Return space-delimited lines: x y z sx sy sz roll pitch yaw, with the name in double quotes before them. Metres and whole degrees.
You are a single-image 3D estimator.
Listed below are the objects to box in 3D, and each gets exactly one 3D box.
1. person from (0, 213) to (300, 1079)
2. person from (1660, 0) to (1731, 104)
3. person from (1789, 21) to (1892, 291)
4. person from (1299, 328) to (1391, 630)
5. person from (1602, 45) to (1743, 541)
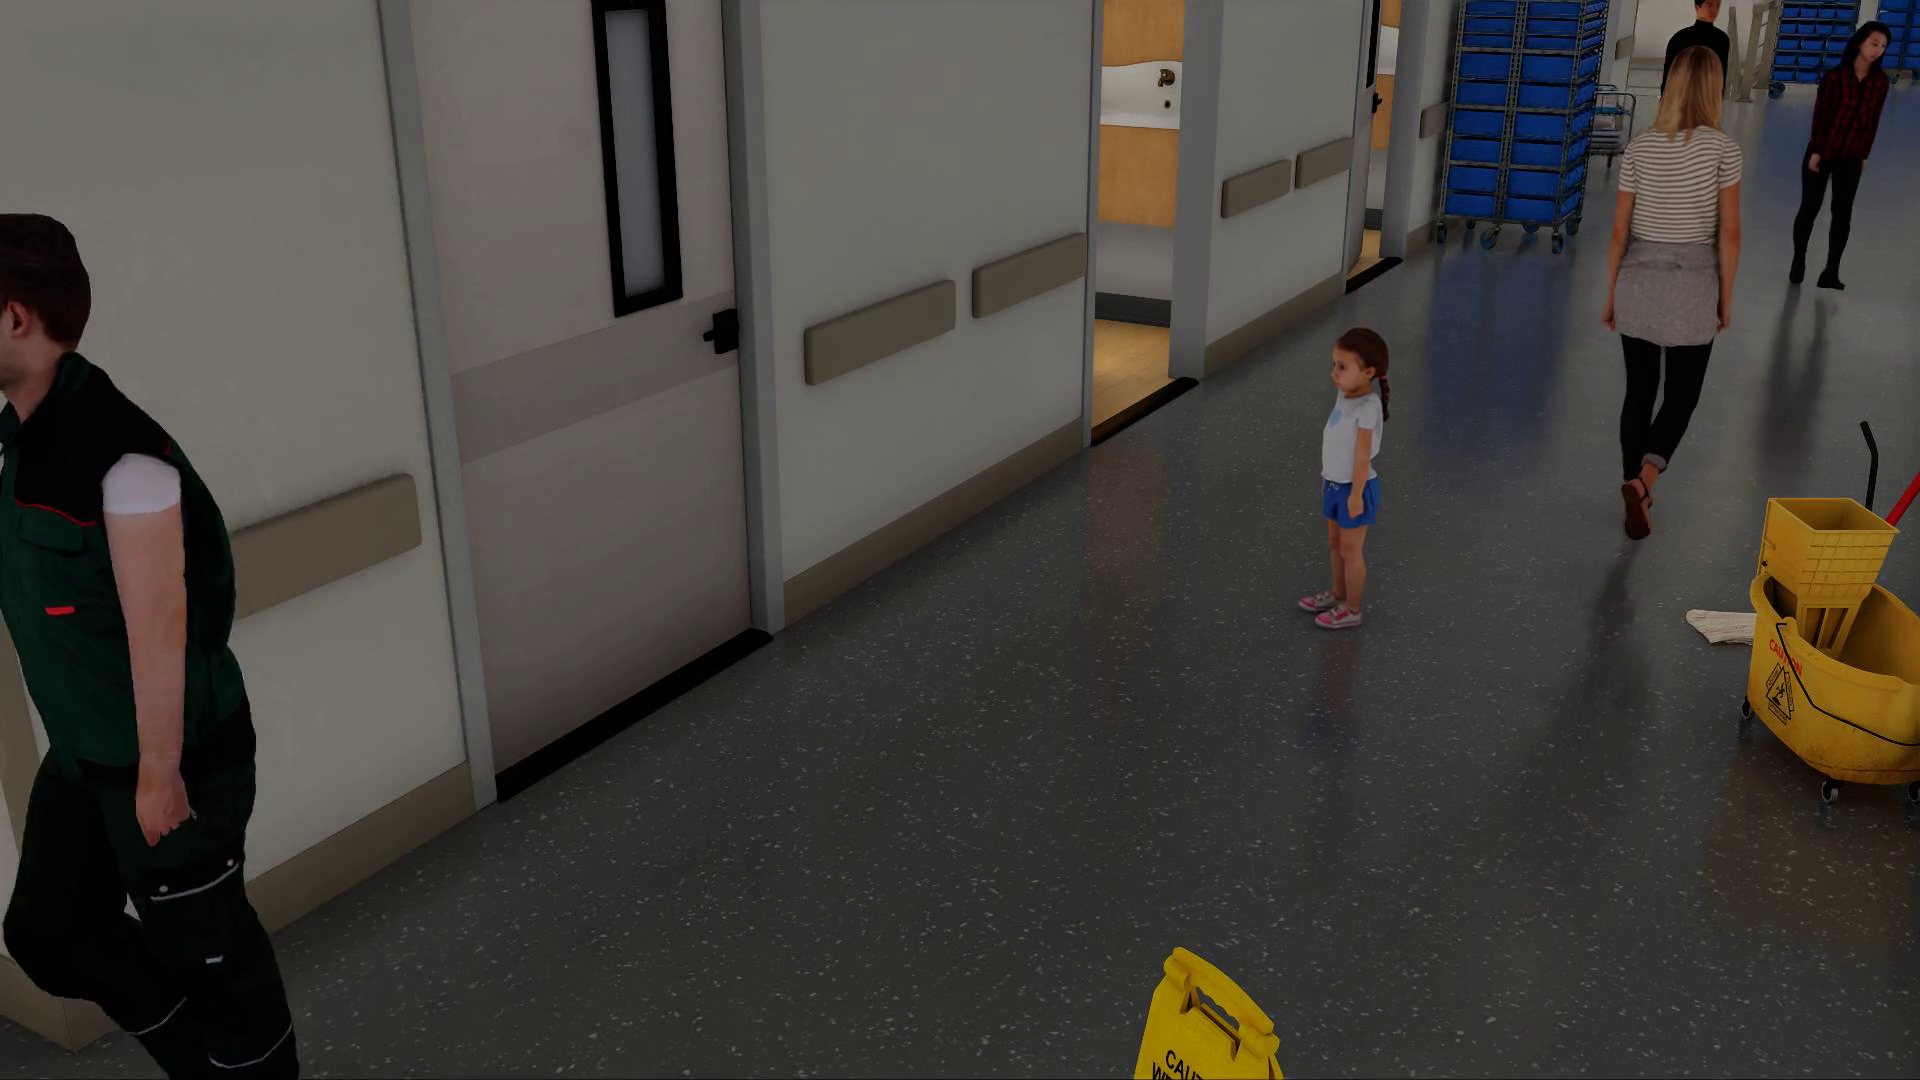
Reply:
"person" -1.376 0.326 2.968 0.733 1.823 0.728 17 27 38
"person" 5.742 -3.448 13.080 0.722 1.721 0.710 0 21 1
"person" 5.473 -2.416 10.494 0.807 1.624 0.976 4 21 11
"person" 1.302 -0.207 5.513 0.550 1.020 0.480 -2 21 -6
"person" 2.565 -0.849 6.098 0.638 1.807 1.014 14 25 32
